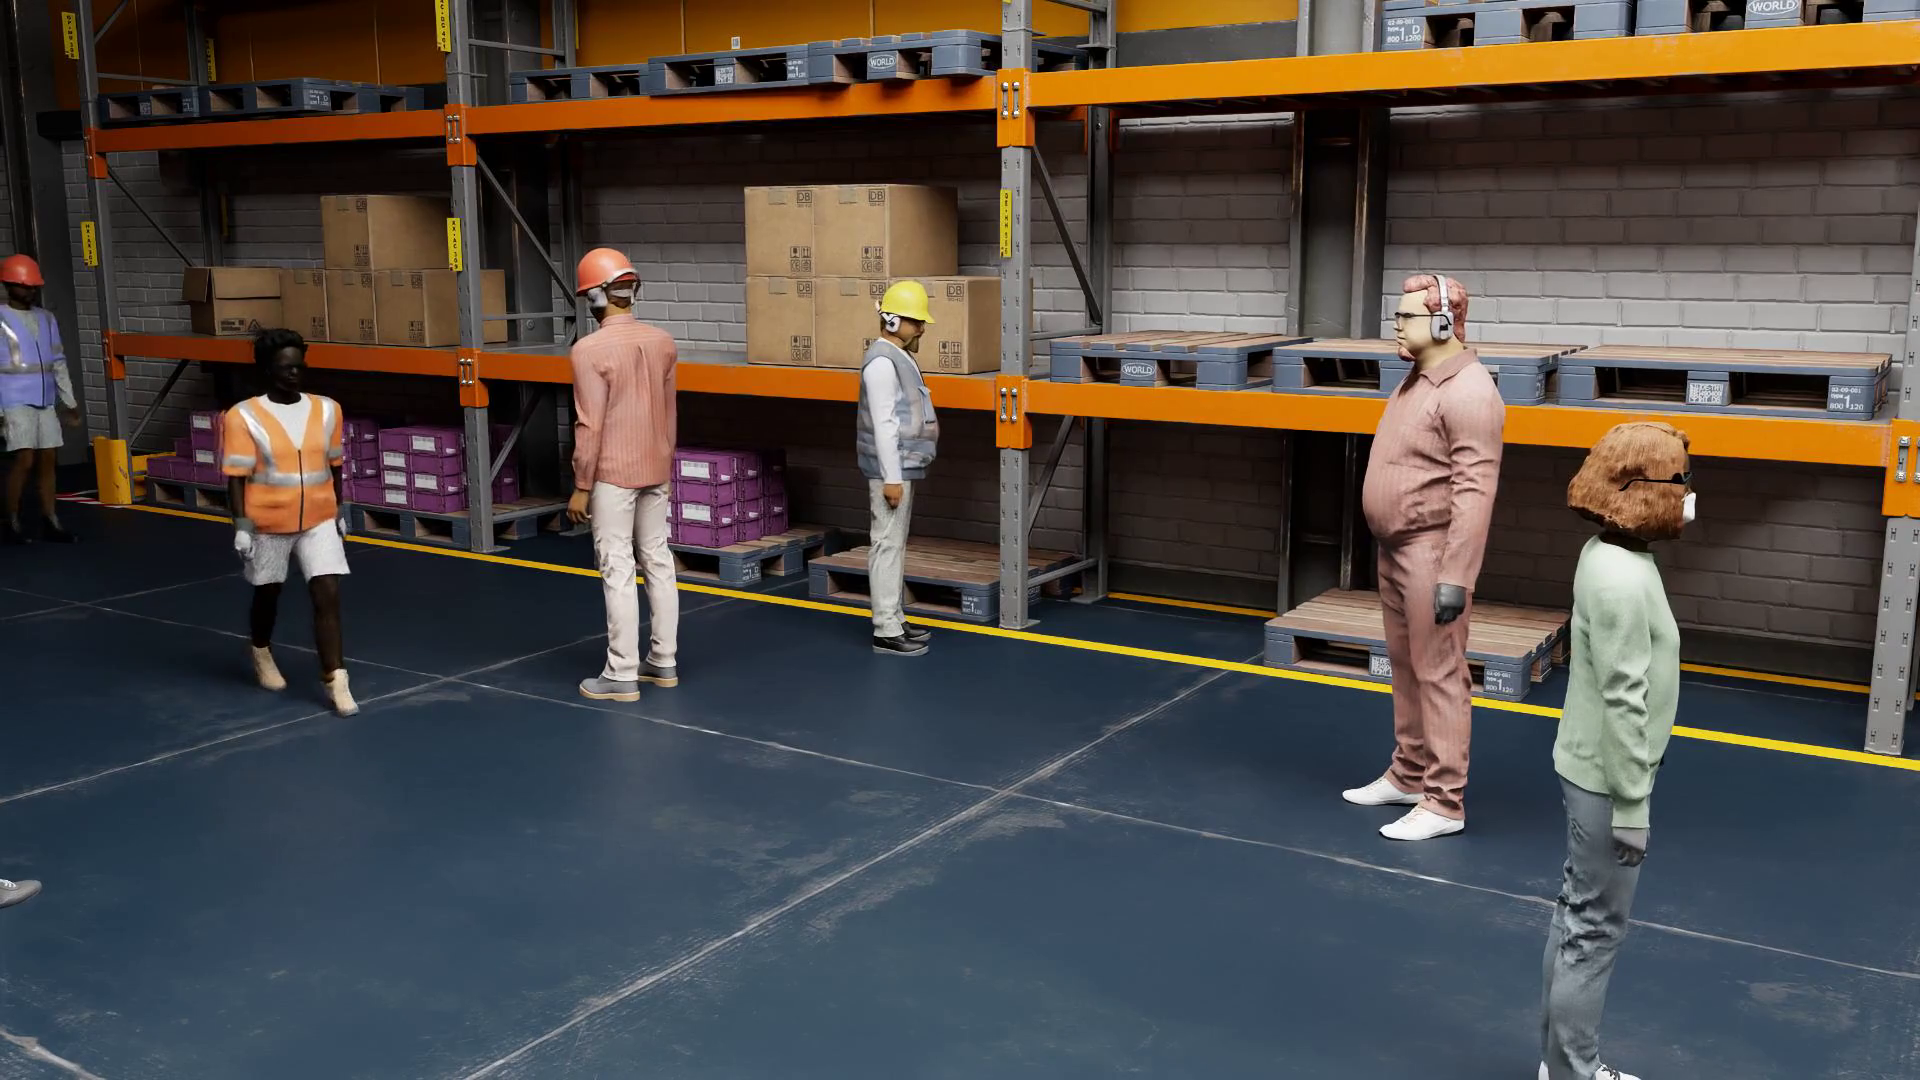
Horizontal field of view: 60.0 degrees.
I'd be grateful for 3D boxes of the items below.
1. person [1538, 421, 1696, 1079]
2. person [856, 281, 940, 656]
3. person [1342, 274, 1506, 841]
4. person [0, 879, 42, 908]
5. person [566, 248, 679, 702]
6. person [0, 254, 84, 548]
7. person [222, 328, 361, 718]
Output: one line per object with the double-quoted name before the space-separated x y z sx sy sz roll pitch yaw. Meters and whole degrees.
"person" 1.472 0.547 3.727 0.284 1.633 0.500 3 11 16
"person" -0.302 -0.354 8.199 0.404 1.821 0.587 1 10 5
"person" 1.569 0.059 5.674 0.409 1.907 0.651 -1 10 -5
"person" -3.124 0.223 4.922 0.567 1.850 0.389 3 11 18
"person" -1.495 -0.283 7.352 0.393 1.986 0.609 6 12 32
"person" -6.125 -0.912 10.999 0.409 1.932 0.552 3 11 18
"person" -2.925 -0.095 7.230 0.545 1.657 0.879 -9 13 -40
